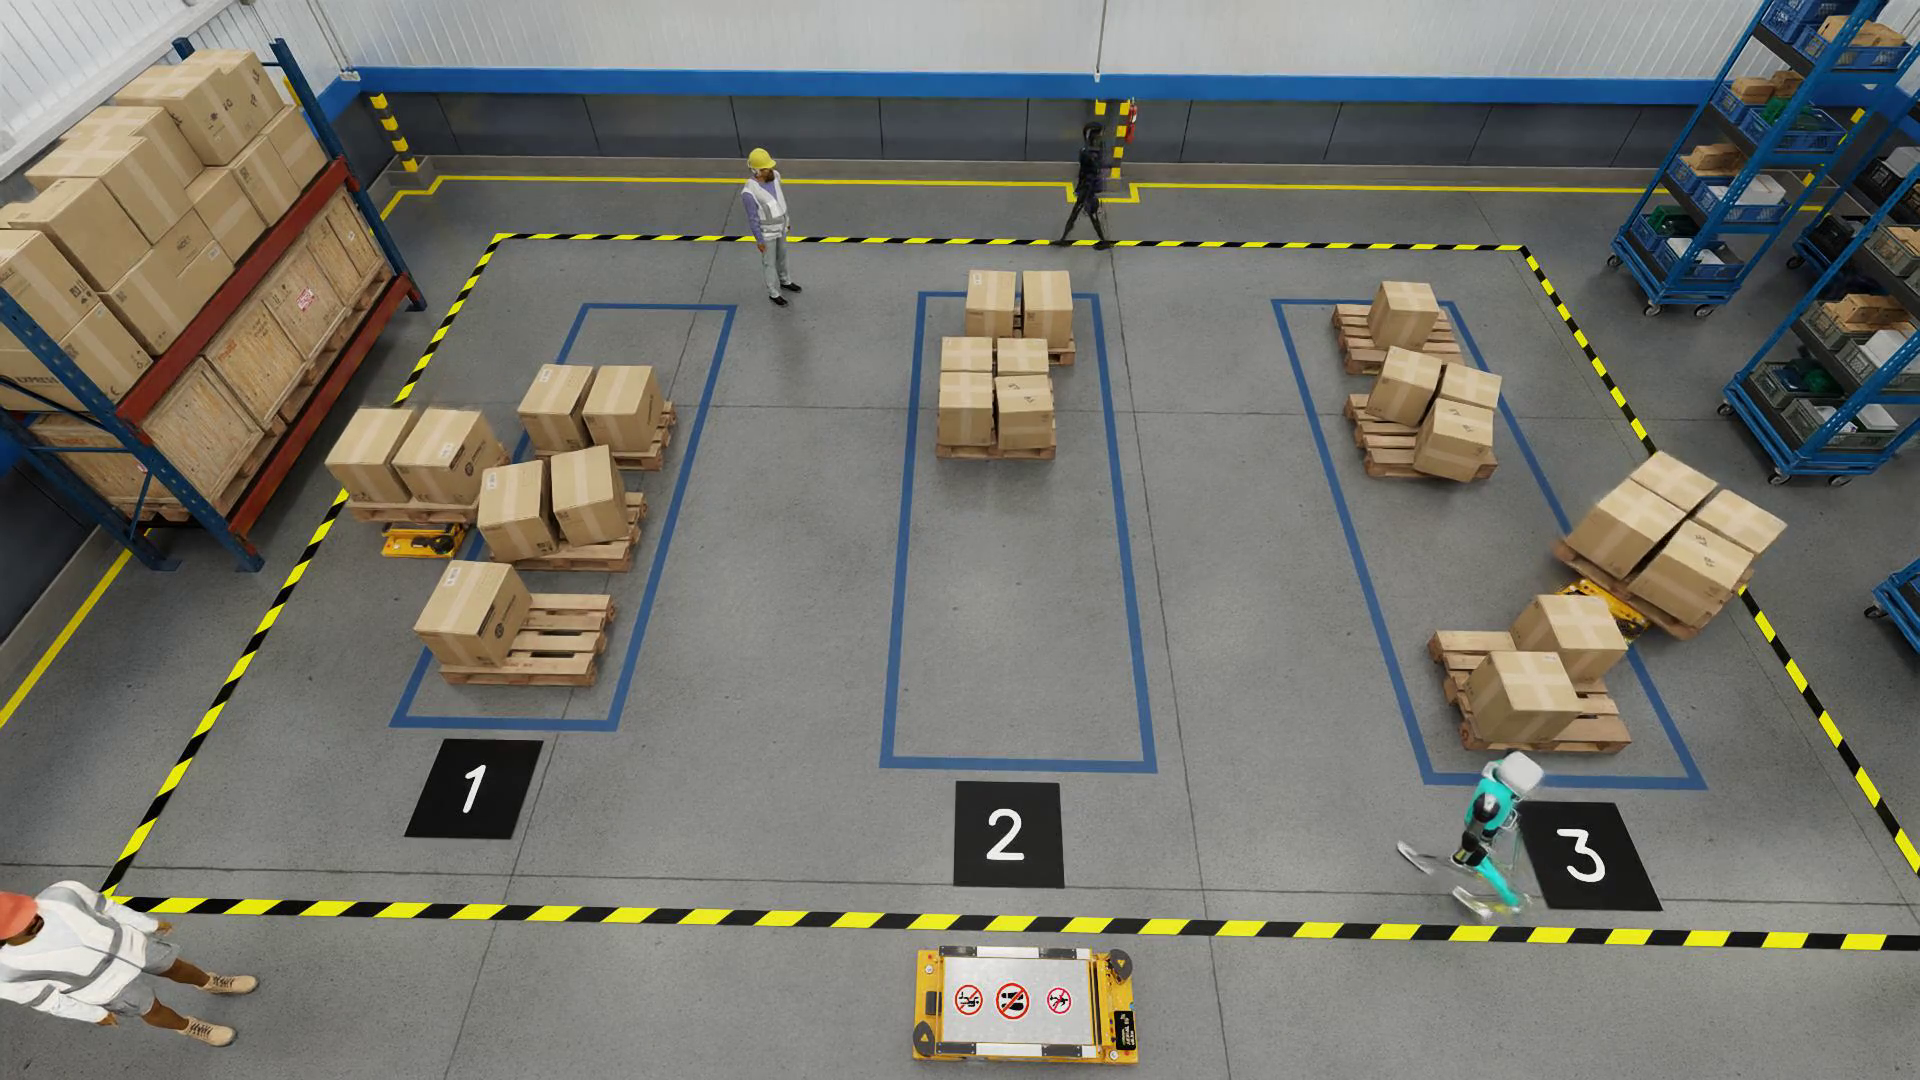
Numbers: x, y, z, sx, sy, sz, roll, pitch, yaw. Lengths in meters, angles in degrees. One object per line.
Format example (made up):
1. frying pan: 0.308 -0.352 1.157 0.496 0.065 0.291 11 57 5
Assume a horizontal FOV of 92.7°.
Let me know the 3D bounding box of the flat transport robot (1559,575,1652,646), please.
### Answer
1. flat transport robot: 6.055 0.332 8.197 1.431 0.197 0.652 -31 57 -23

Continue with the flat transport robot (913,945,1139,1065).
1. flat transport robot: 0.422 3.041 6.007 1.431 0.231 0.659 1 51 1

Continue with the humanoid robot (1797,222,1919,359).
1. humanoid robot: 9.575 -2.676 9.755 0.583 1.642 0.457 8 51 7

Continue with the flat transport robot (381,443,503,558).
1. flat transport robot: -4.979 -0.443 8.829 0.652 0.197 1.431 1 51 1

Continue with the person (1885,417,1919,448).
1. person: 9.626 -1.292 8.557 0.605 1.790 0.949 -16 53 -13

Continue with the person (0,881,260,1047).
1. person: -4.893 2.473 5.324 0.366 2.048 0.605 1 51 1

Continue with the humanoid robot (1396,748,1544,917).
1. humanoid robot: 3.494 2.014 5.903 0.953 1.748 0.547 36 59 26

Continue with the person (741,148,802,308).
1. person: -2.118 -3.521 10.344 0.404 1.837 0.589 21 54 16

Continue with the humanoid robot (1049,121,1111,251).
1. humanoid robot: 1.548 -4.213 11.048 0.792 1.635 0.583 -7 51 -6
